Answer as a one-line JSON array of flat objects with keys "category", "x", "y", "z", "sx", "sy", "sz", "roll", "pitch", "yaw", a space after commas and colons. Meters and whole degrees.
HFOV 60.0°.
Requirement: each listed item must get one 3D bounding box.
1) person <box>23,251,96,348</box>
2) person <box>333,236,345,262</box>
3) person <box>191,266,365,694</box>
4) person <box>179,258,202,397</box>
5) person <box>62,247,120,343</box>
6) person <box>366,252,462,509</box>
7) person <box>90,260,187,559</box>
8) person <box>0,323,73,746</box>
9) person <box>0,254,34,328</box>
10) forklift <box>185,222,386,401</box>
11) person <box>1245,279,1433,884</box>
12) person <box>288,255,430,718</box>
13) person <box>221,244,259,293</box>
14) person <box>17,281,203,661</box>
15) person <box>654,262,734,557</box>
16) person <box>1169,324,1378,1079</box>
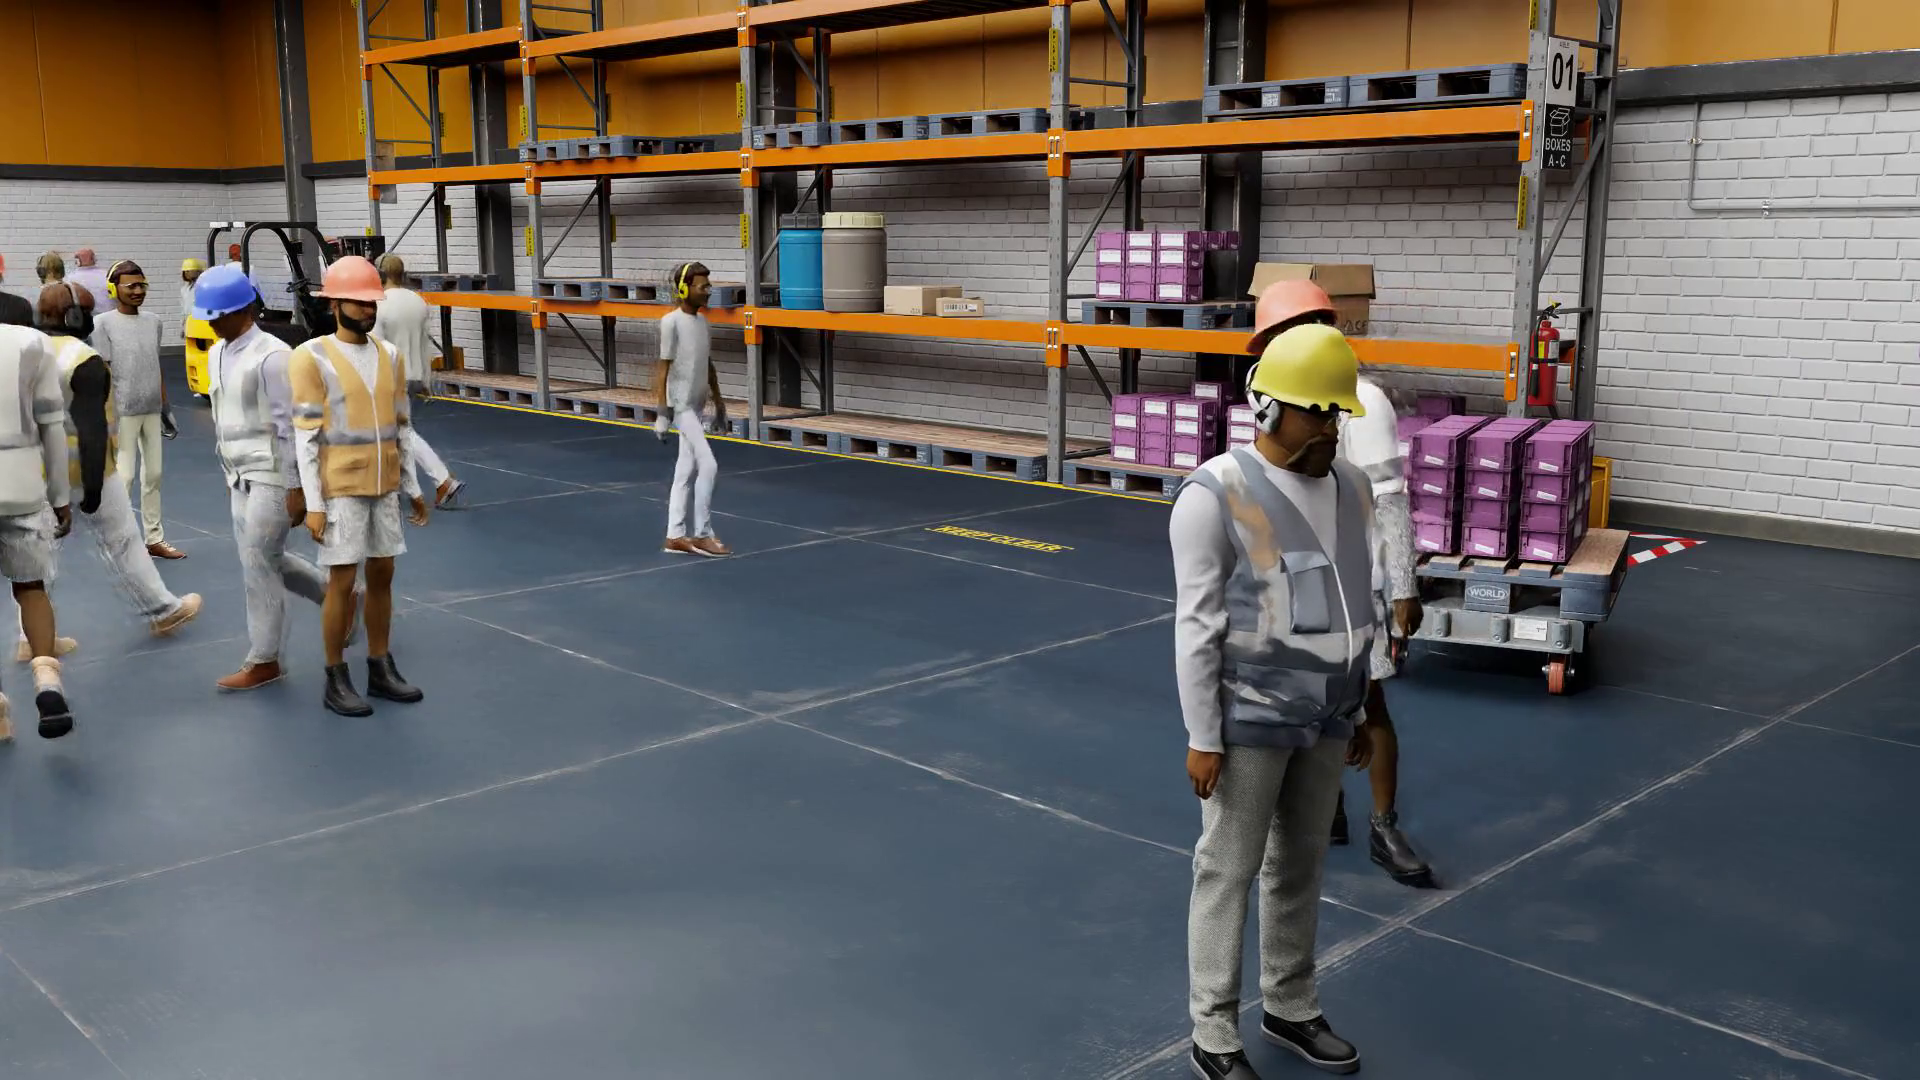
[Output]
[{"category": "person", "x": -7.679, "y": -1.499, "z": 14.151, "sx": 1.013, "sy": 1.884, "sz": 0.651, "roll": 4, "pitch": 11, "yaw": 22}, {"category": "person", "x": -8.753, "y": -3.274, "z": 23.486, "sx": 0.940, "sy": 2.014, "sz": 0.622, "roll": -2, "pitch": 11, "yaw": -13}, {"category": "person", "x": -3.092, "y": -0.299, "z": 7.570, "sx": 0.671, "sy": 1.895, "sz": 0.768, "roll": 8, "pitch": 13, "yaw": 38}, {"category": "person", "x": -9.548, "y": -2.639, "z": 20.762, "sx": 0.505, "sy": 1.728, "sz": 0.454, "roll": 4, "pitch": 11, "yaw": 23}, {"category": "person", "x": -10.098, "y": -2.467, "z": 19.429, "sx": 0.665, "sy": 1.882, "sz": 0.594, "roll": -6, "pitch": 12, "yaw": -29}, {"category": "person", "x": -4.110, "y": -1.172, "z": 12.318, "sx": 0.925, "sy": 1.911, "sz": 0.638, "roll": 4, "pitch": 11, "yaw": 19}, {"category": "person", "x": -5.062, "y": -0.776, "z": 10.241, "sx": 0.311, "sy": 1.869, "sz": 0.533, "roll": 4, "pitch": 11, "yaw": 23}, {"category": "person", "x": -3.773, "y": -0.160, "z": 6.447, "sx": 0.622, "sy": 2.032, "sz": 0.617, "roll": -9, "pitch": 14, "yaw": -40}, {"category": "person", "x": -7.107, "y": -1.181, "z": 12.239, "sx": 0.616, "sy": 1.960, "sz": 0.969, "roll": -7, "pitch": 12, "yaw": -33}, {"category": "forklift", "x": -8.169, "y": -2.758, "z": 20.163, "sx": 2.313, "sy": 2.155, "sz": 1.214, "roll": -10, "pitch": 14, "yaw": -44}, {"category": "person", "x": 1.217, "y": 0.133, "z": 5.272, "sx": 0.409, "sy": 1.891, "sz": 0.742, "roll": -6, "pitch": 12, "yaw": -29}, {"category": "person", "x": -2.548, "y": -0.233, "z": 7.095, "sx": 0.368, "sy": 1.939, "sz": 0.547, "roll": 7, "pitch": 12, "yaw": 32}, {"category": "person", "x": -11.258, "y": -3.680, "z": 26.035, "sx": 0.573, "sy": 1.887, "sz": 0.354, "roll": -2, "pitch": 11, "yaw": -11}, {"category": "person", "x": -4.256, "y": -0.353, "z": 8.129, "sx": 0.632, "sy": 1.796, "sz": 0.915, "roll": 4, "pitch": 11, "yaw": 21}, {"category": "person", "x": -1.610, "y": -0.807, "z": 10.454, "sx": 0.674, "sy": 1.847, "sz": 0.564, "roll": 3, "pitch": 11, "yaw": 17}, {"category": "person", "x": 0.763, "y": 0.407, "z": 3.920, "sx": 0.586, "sy": 1.823, "sz": 0.403, "roll": -7, "pitch": 13, "yaw": -34}]
